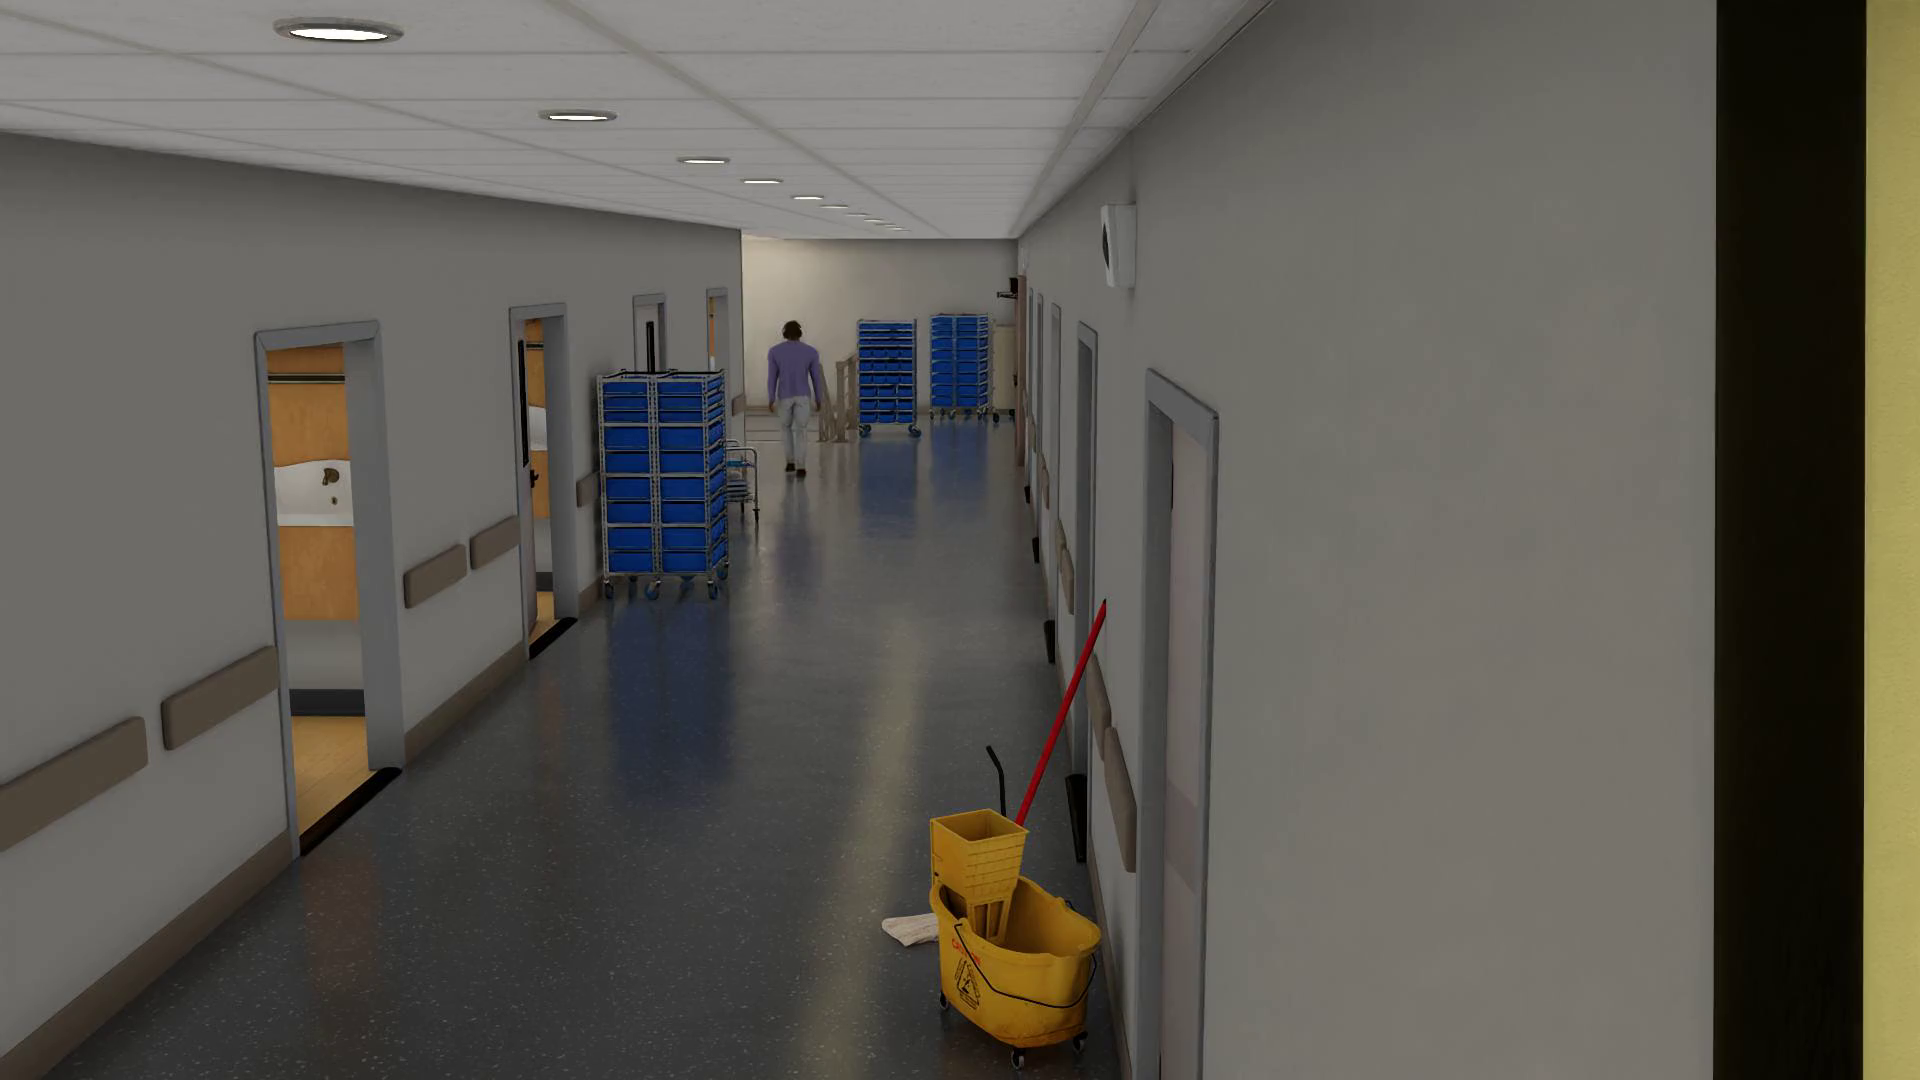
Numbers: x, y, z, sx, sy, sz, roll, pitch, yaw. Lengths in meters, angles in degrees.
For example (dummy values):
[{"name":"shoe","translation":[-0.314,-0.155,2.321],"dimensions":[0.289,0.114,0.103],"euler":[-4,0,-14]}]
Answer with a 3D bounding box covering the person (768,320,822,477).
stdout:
[{"name":"person","translation":[-2.033,-1.754,20.560],"dimensions":[0.665,1.907,0.756],"euler":[-1,9,-3]}]
